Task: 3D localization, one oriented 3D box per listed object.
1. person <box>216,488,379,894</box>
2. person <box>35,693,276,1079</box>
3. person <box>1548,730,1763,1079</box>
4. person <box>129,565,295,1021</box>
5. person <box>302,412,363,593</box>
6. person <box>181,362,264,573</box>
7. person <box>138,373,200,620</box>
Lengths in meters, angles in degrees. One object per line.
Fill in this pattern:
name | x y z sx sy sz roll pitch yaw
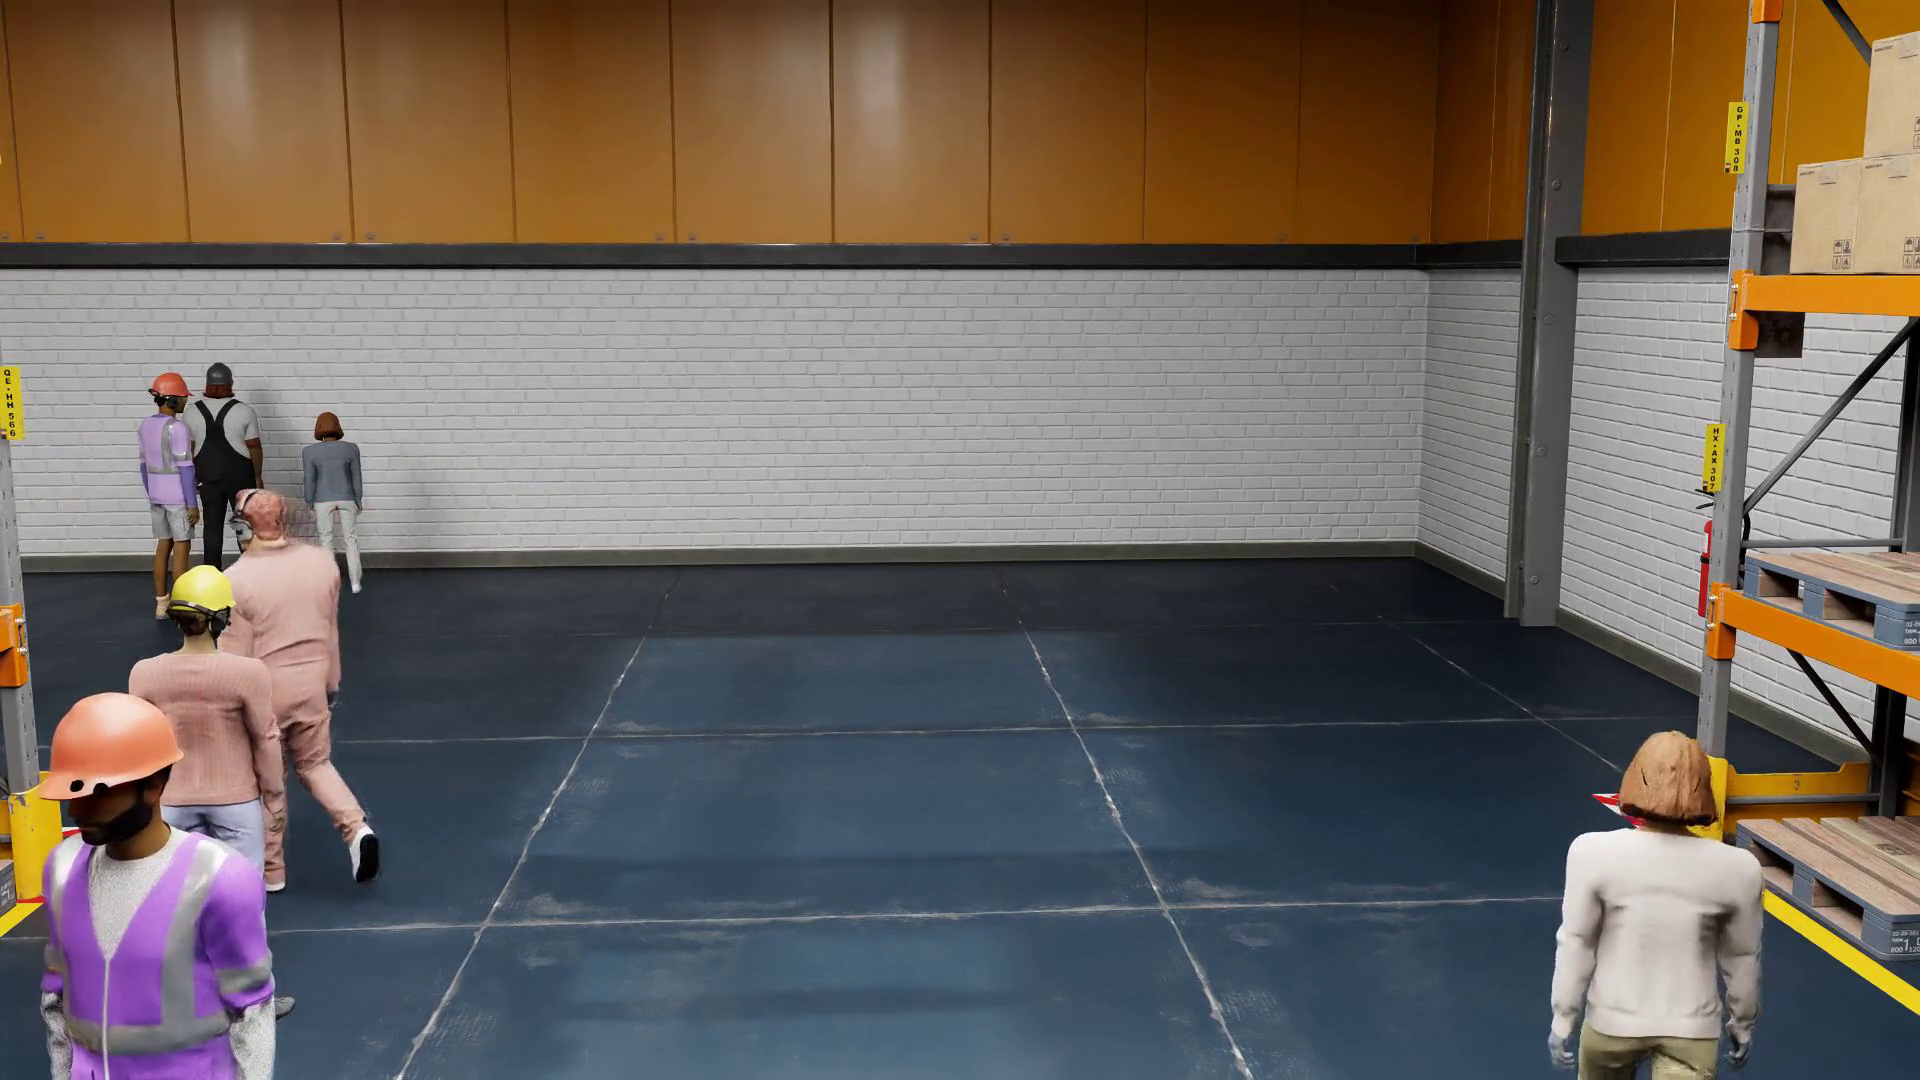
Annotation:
person | -3.021 0.704 7.523 0.681 1.884 0.645 6 11 33
person | -1.816 1.282 3.732 0.551 1.934 0.373 2 9 13
person | 1.896 1.306 4.570 0.535 1.611 0.604 3 9 16
person | -2.794 0.970 6.226 0.533 1.767 0.324 -1 9 -4
person | -5.555 -0.322 14.756 0.499 1.633 0.279 -5 11 -31
person | -6.748 -0.618 15.337 0.687 2.000 0.538 -1 9 -5
person | -6.432 -0.349 13.643 0.614 2.041 0.393 6 11 33
